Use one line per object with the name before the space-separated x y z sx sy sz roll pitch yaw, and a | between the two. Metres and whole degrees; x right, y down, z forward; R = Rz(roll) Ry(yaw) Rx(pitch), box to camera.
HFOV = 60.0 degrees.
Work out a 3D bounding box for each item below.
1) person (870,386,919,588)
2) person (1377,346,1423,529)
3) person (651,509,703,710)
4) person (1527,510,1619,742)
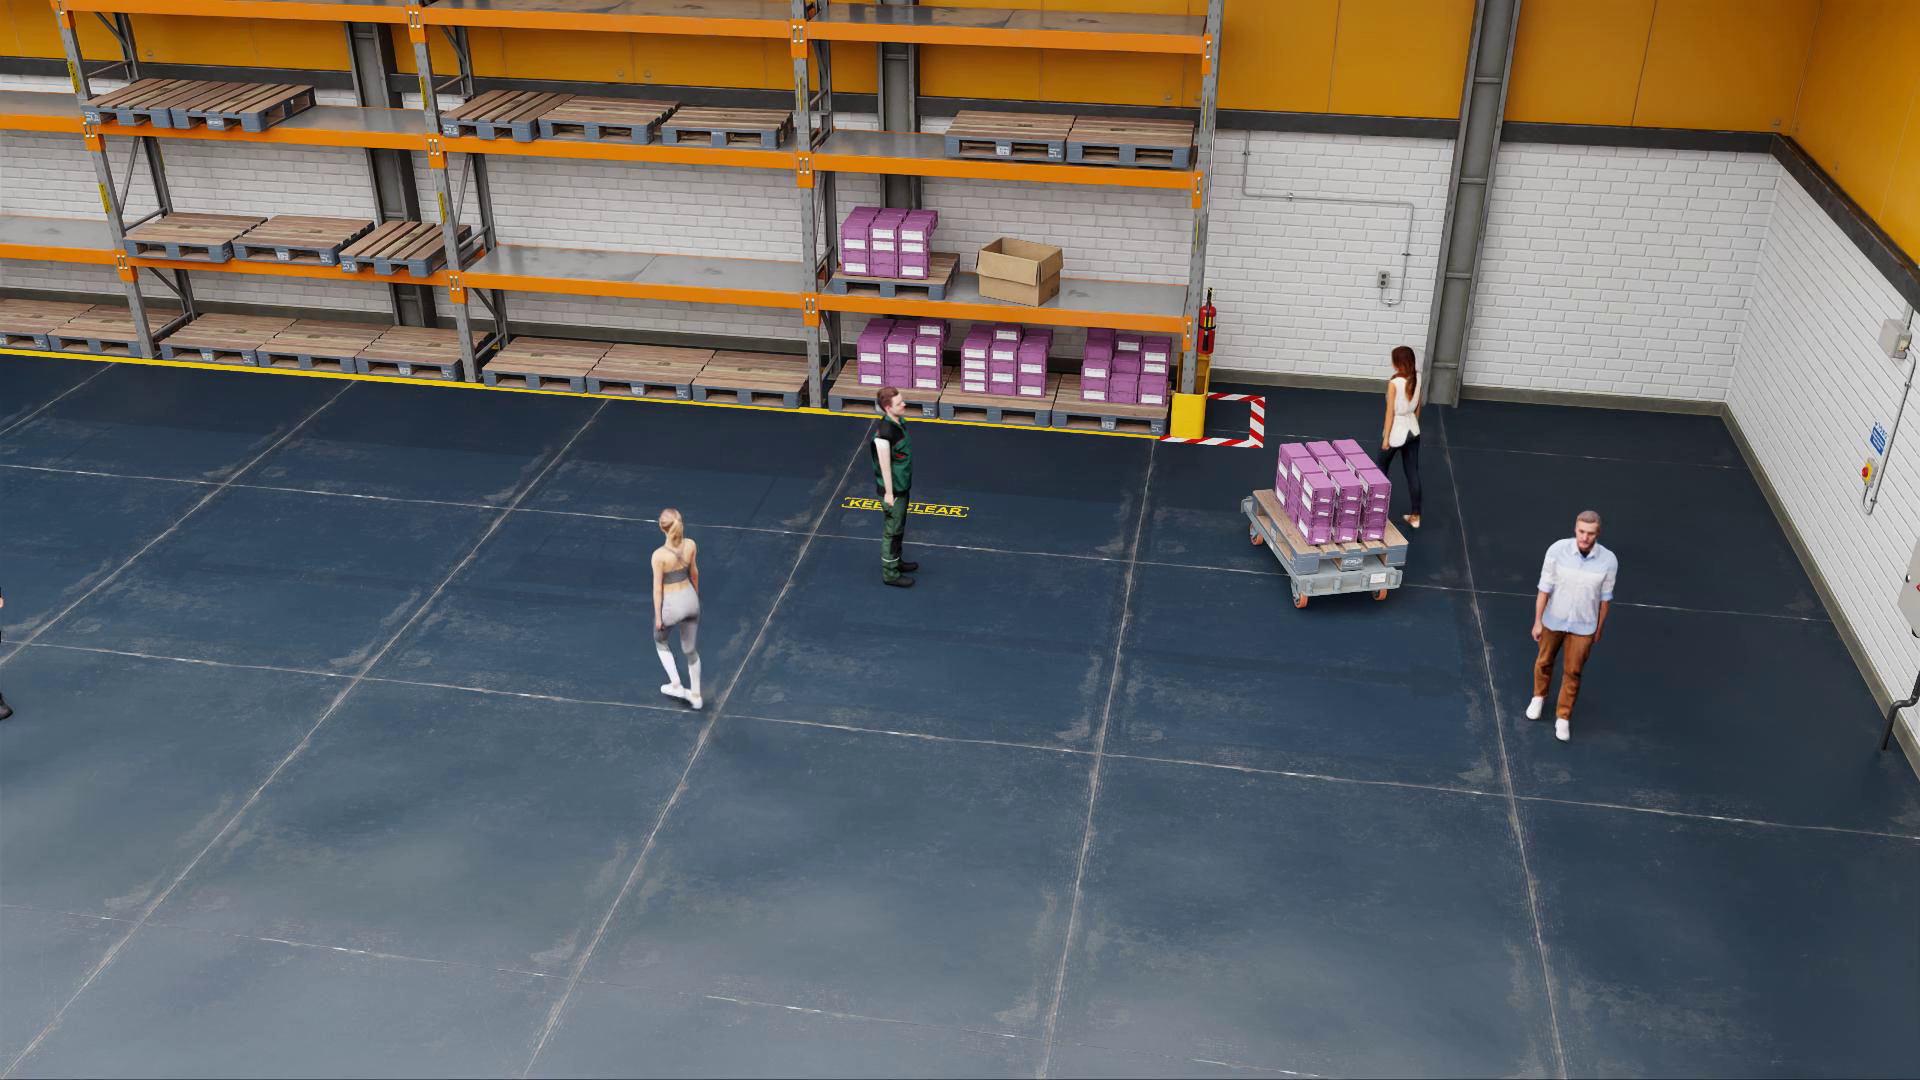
person | -0.571 -0.483 14.436 0.615 1.843 0.656 2 29 4
person | 4.135 -0.909 15.350 1.151 1.716 1.150 -13 31 -23
person | -2.107 0.566 12.674 0.725 1.689 0.782 -21 35 -33
person | 4.588 0.562 12.539 0.781 1.825 0.834 10 30 18
